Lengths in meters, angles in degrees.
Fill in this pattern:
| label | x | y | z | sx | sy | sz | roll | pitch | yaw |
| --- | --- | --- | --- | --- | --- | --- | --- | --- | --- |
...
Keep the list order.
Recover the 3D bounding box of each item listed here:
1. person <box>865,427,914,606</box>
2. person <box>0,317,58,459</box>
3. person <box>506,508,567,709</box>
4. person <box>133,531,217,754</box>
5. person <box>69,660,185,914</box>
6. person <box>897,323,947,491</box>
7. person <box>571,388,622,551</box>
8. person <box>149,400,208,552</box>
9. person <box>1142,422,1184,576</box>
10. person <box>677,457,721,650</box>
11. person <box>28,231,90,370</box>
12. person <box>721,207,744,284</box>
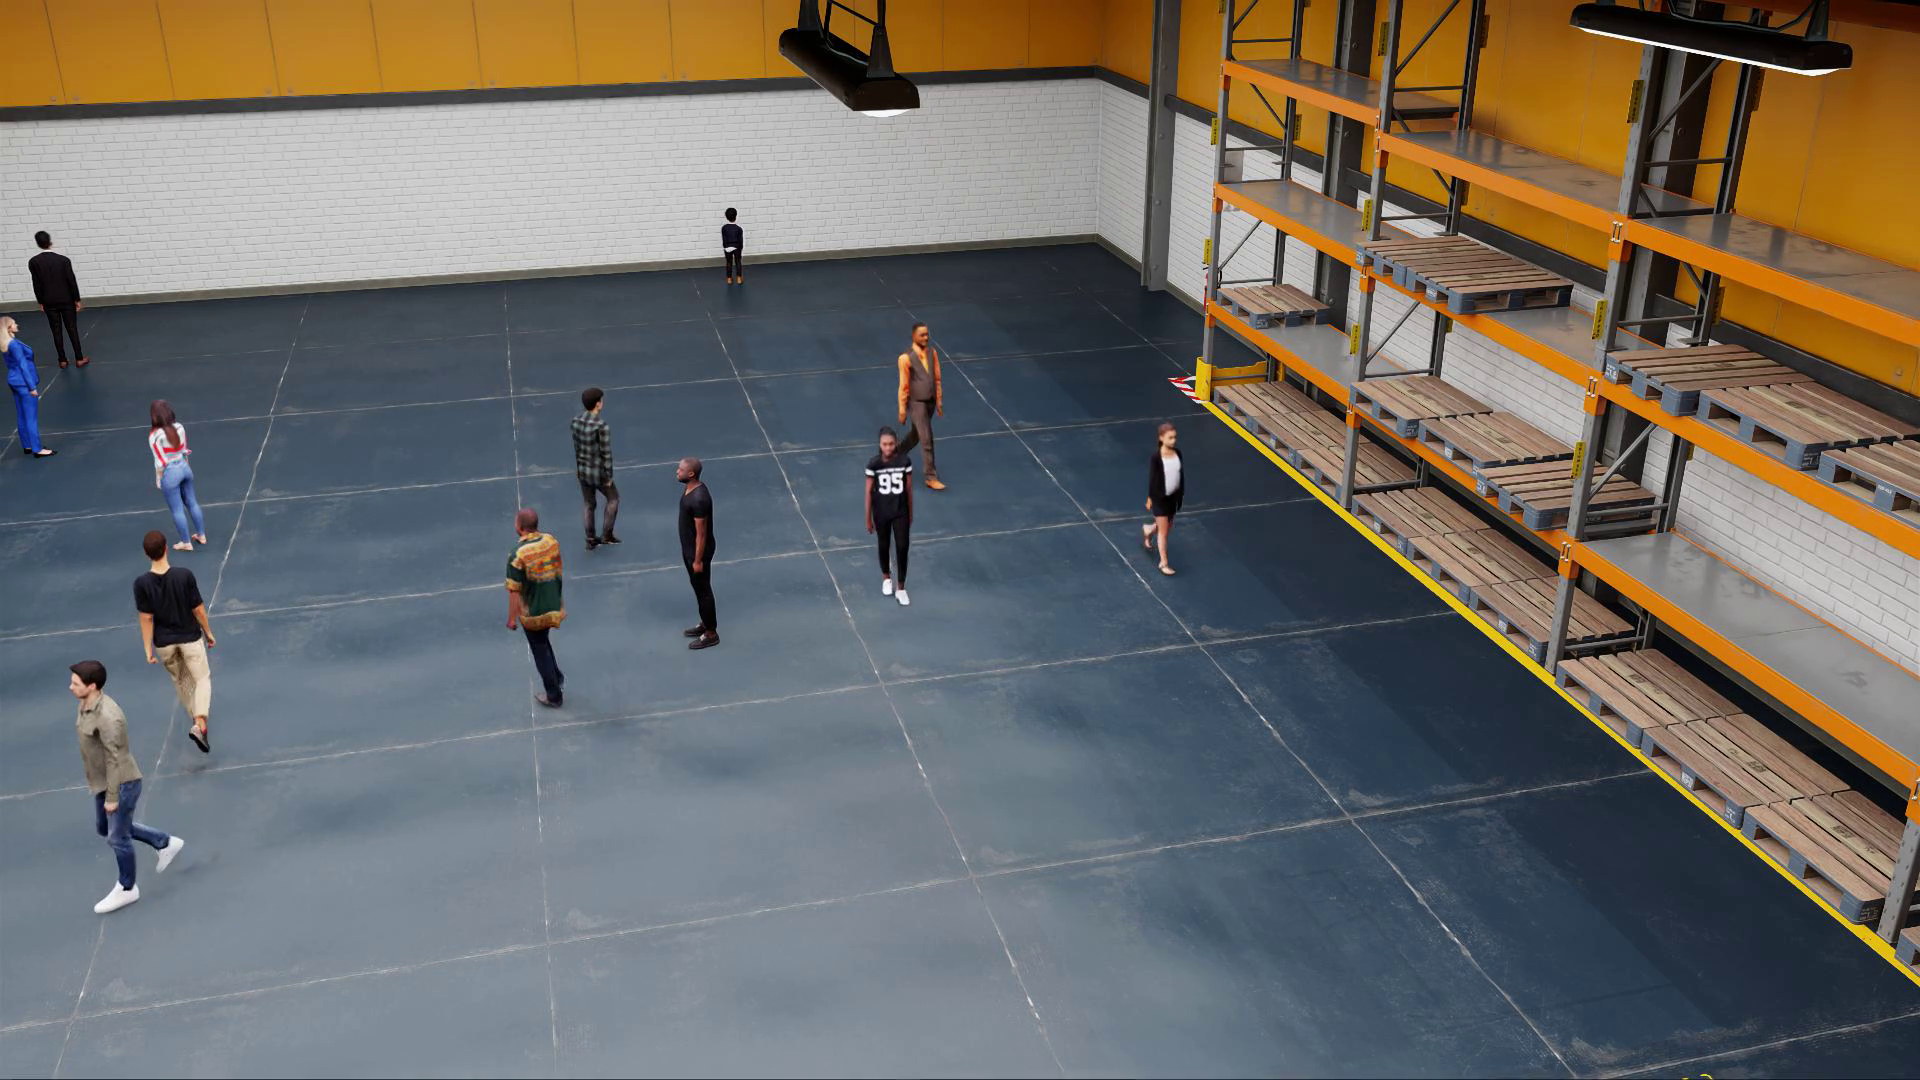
| label | x | y | z | sx | sy | sz | roll | pitch | yaw |
| --- | --- | --- | --- | --- | --- | --- | --- | --- | --- |
| person | -0.686 | -0.278 | 16.092 | 0.683 | 1.711 | 0.875 | -3 | 24 | -8 |
| person | -11.068 | -1.811 | 19.612 | 0.669 | 1.701 | 0.767 | 19 | 30 | 37 |
| person | -3.483 | 0.604 | 13.971 | 0.882 | 1.795 | 0.821 | 13 | 27 | 27 |
| person | -6.279 | 0.859 | 13.351 | 0.776 | 1.823 | 1.094 | -9 | 25 | -20 |
| person | -5.780 | 1.652 | 11.499 | 1.018 | 1.854 | 1.009 | -21 | 31 | -39 |
| person | -0.514 | -1.537 | 18.773 | 1.094 | 1.871 | 1.345 | -21 | 31 | -39 |
| person | -3.785 | -0.695 | 16.908 | 0.786 | 1.705 | 0.800 | 10 | 26 | 22 |
| person | -8.081 | -0.677 | 17.129 | 0.726 | 1.611 | 0.641 | 10 | 26 | 22 |
| person | 2.016 | -0.464 | 16.741 | 0.655 | 1.533 | 0.998 | -11 | 26 | -23 |
| person | -2.379 | 0.098 | 15.097 | 0.728 | 1.819 | 0.487 | -7 | 25 | -16 |
| person | -12.361 | -3.293 | 22.777 | 0.702 | 1.882 | 0.545 | -7 | 25 | -16 |
| person | -3.699 | -4.789 | 27.021 | 0.542 | 1.223 | 0.541 | -1 | 24 | -1 |
